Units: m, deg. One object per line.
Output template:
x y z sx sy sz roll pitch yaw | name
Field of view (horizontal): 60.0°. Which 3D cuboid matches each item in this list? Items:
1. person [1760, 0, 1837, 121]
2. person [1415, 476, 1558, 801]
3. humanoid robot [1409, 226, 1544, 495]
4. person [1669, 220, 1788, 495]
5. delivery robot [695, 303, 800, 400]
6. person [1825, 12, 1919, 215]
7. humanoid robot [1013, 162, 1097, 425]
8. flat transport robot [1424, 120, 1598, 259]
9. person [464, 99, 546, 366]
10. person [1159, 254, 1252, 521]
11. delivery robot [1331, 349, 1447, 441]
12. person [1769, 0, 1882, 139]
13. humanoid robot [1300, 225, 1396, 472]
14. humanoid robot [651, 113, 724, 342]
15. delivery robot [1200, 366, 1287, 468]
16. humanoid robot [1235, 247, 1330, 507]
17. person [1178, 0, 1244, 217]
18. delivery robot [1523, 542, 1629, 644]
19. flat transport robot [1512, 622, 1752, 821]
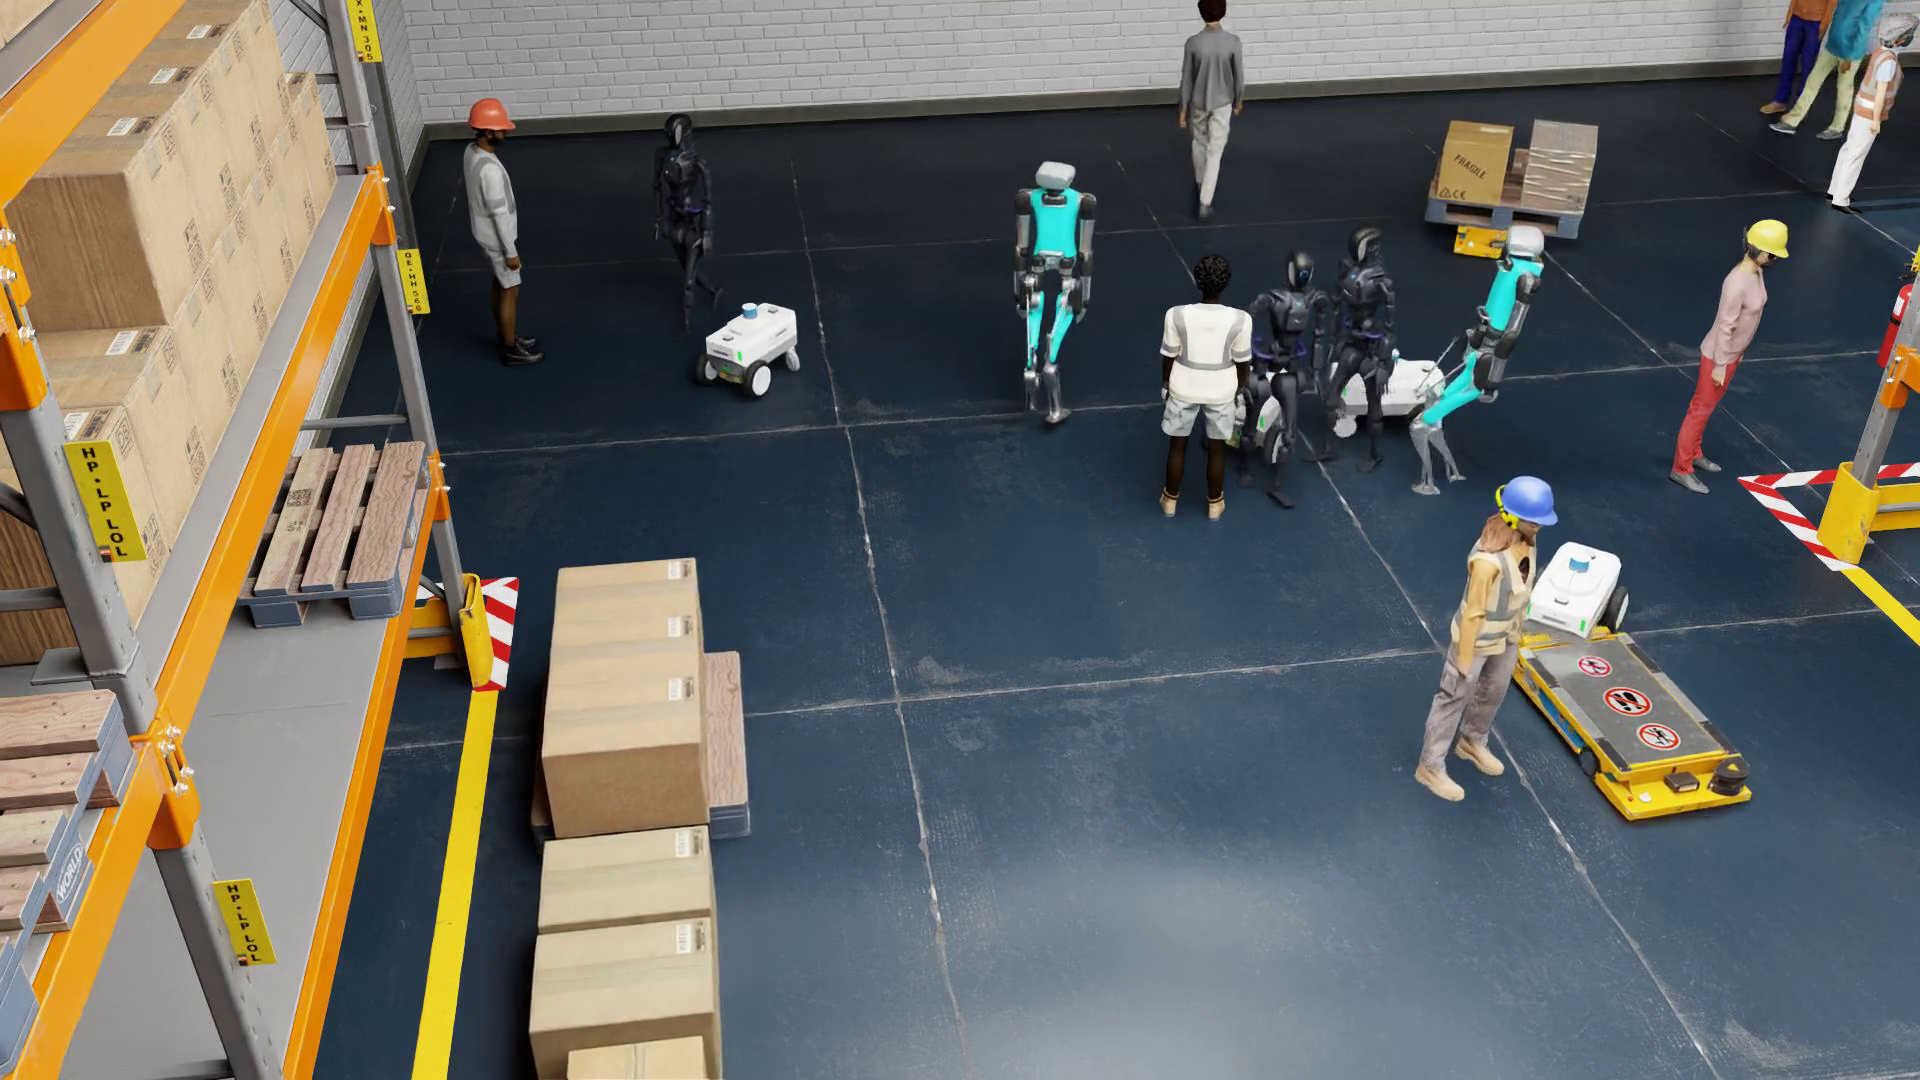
8.190 -5.053 16.046 0.406 1.972 0.516 -12 35 -18 | person
2.483 0.461 7.778 0.482 1.771 0.342 -25 41 -33 | person
3.028 -1.063 10.147 0.775 1.783 0.549 1 33 2 | humanoid robot
4.734 -1.140 10.236 0.324 1.760 0.523 21 39 29 | person
-1.456 -1.367 11.677 0.524 0.586 0.738 18 37 25 | delivery robot
7.730 -3.620 14.096 0.299 1.687 0.456 9 34 14 | person
0.562 -1.488 10.806 0.530 1.788 0.848 7 34 10 | humanoid robot
4.564 -2.710 14.006 0.659 0.231 1.431 11 35 16 | flat transport robot
-3.193 -2.130 11.608 0.387 1.924 0.547 -16 36 -23 | person
1.448 -0.888 9.914 0.534 1.692 0.320 5 33 7 | person
2.875 -0.981 11.111 0.790 0.614 0.499 -2 33 -2 | delivery robot
8.163 -4.589 15.550 0.761 1.719 0.583 -6 34 -9 | person
2.506 -1.180 10.375 0.526 1.641 0.596 -17 37 -24 | humanoid robot
-1.976 -2.336 12.180 0.588 1.640 0.738 19 38 26 | humanoid robot
1.926 -0.852 10.909 0.499 0.609 0.811 15 36 22 | delivery robot
1.933 -0.998 10.098 0.601 1.637 0.568 -9 34 -13 | humanoid robot
2.126 -3.719 14.103 0.528 1.853 0.953 9 34 14 | person
3.333 0.327 9.077 0.499 0.580 0.776 20 38 27 | delivery robot
3.347 0.863 8.530 0.659 0.231 1.431 -7 34 -11 | flat transport robot
